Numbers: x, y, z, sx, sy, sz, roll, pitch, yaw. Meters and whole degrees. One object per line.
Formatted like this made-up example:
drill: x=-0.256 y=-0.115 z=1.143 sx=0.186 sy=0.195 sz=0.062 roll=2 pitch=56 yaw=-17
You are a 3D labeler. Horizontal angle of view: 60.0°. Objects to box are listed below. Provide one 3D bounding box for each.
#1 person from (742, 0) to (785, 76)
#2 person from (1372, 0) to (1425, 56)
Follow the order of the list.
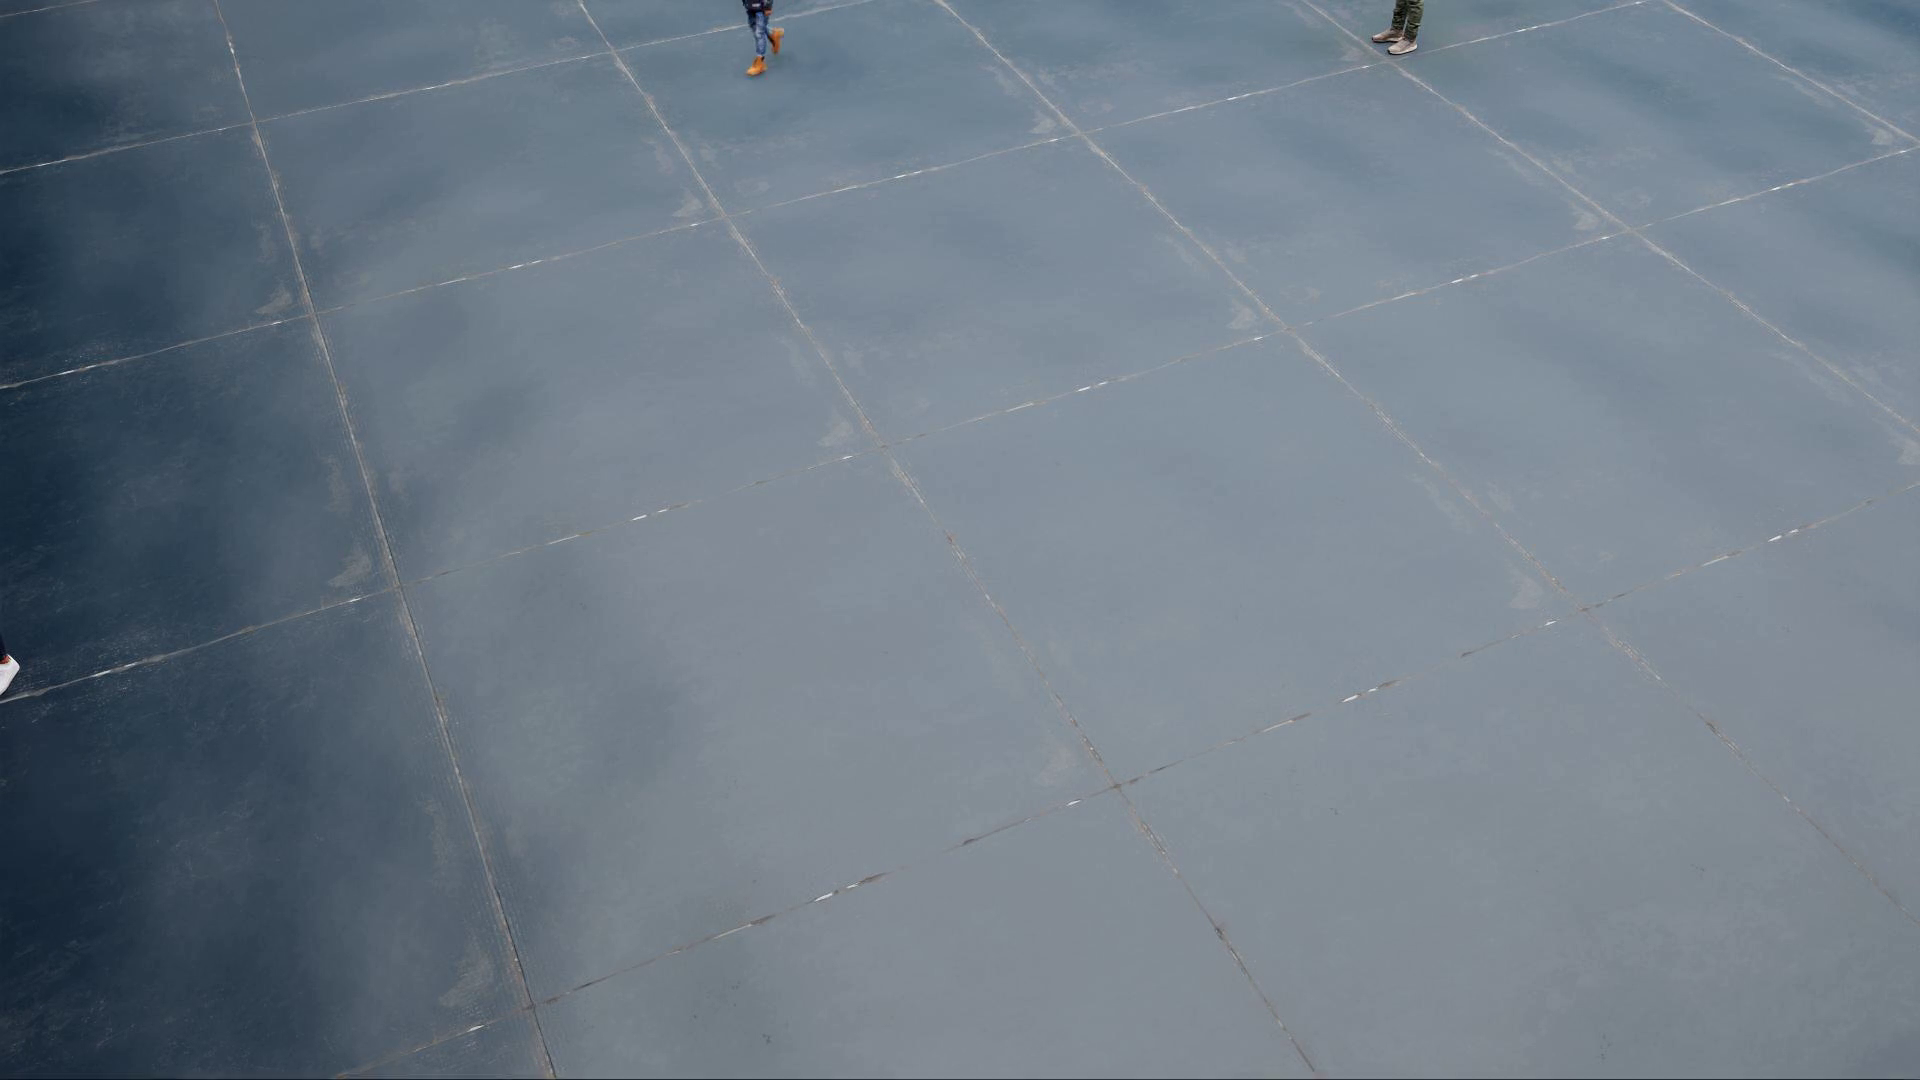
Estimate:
person: x=-1.647 y=-4.510 z=13.801 sx=0.772 sy=1.239 sz=0.749 roll=29 pitch=49 yaw=28
person: x=3.819 y=-4.919 z=13.943 sx=0.659 sy=1.654 sz=0.502 roll=-12 pitch=44 yaw=-13
